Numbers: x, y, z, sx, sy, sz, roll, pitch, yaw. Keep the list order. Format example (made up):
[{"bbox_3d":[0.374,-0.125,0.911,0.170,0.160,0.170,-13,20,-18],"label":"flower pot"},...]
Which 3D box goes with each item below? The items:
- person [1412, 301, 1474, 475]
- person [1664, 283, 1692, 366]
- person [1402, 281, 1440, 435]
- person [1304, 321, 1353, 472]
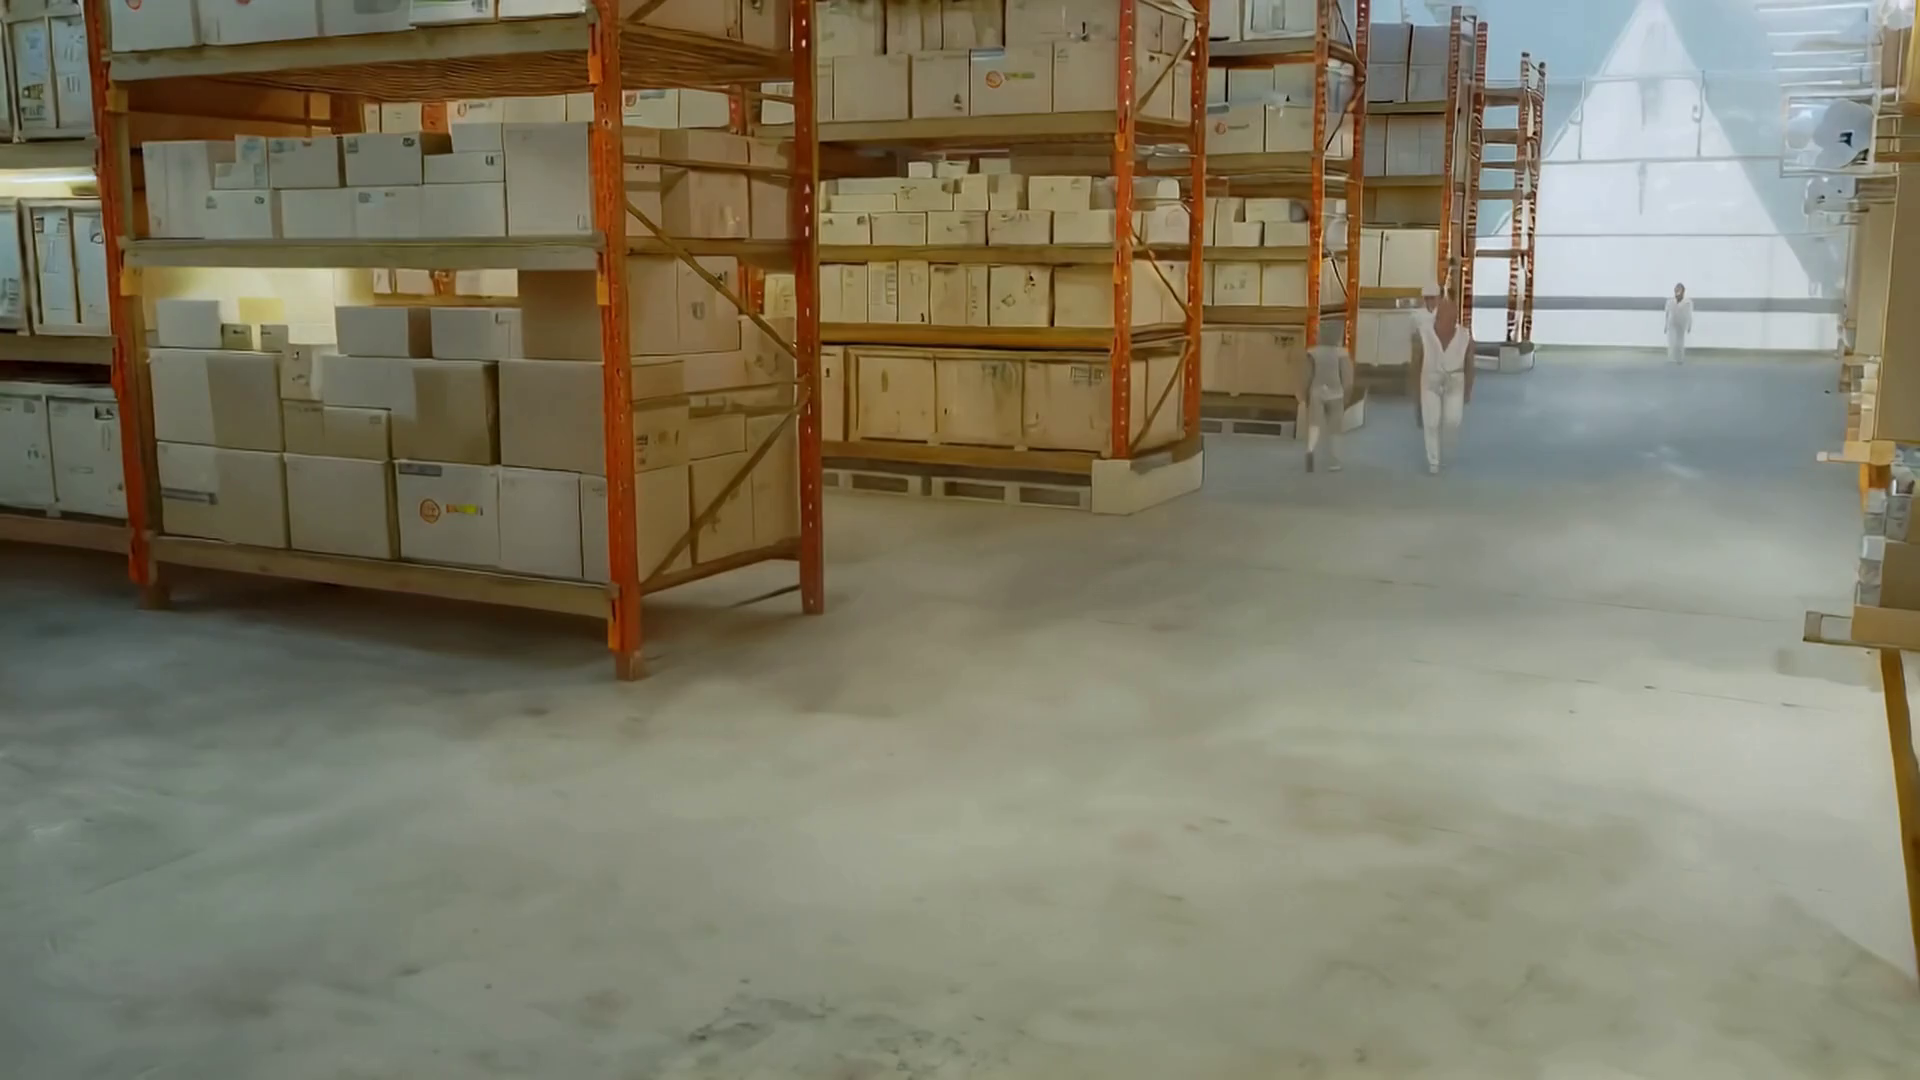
[{"bbox_3d":[5.106,-1.612,17.638,0.637,1.831,0.544,2,10,11],"label":"person"},{"bbox_3d":[14.917,-4.473,34.532,0.571,1.715,0.863,7,12,34],"label":"person"},{"bbox_3d":[5.960,-2.305,21.207,0.662,1.971,0.564,3,10,19],"label":"person"},{"bbox_3d":[3.885,-1.506,17.606,0.527,1.620,0.605,5,11,25],"label":"person"}]
